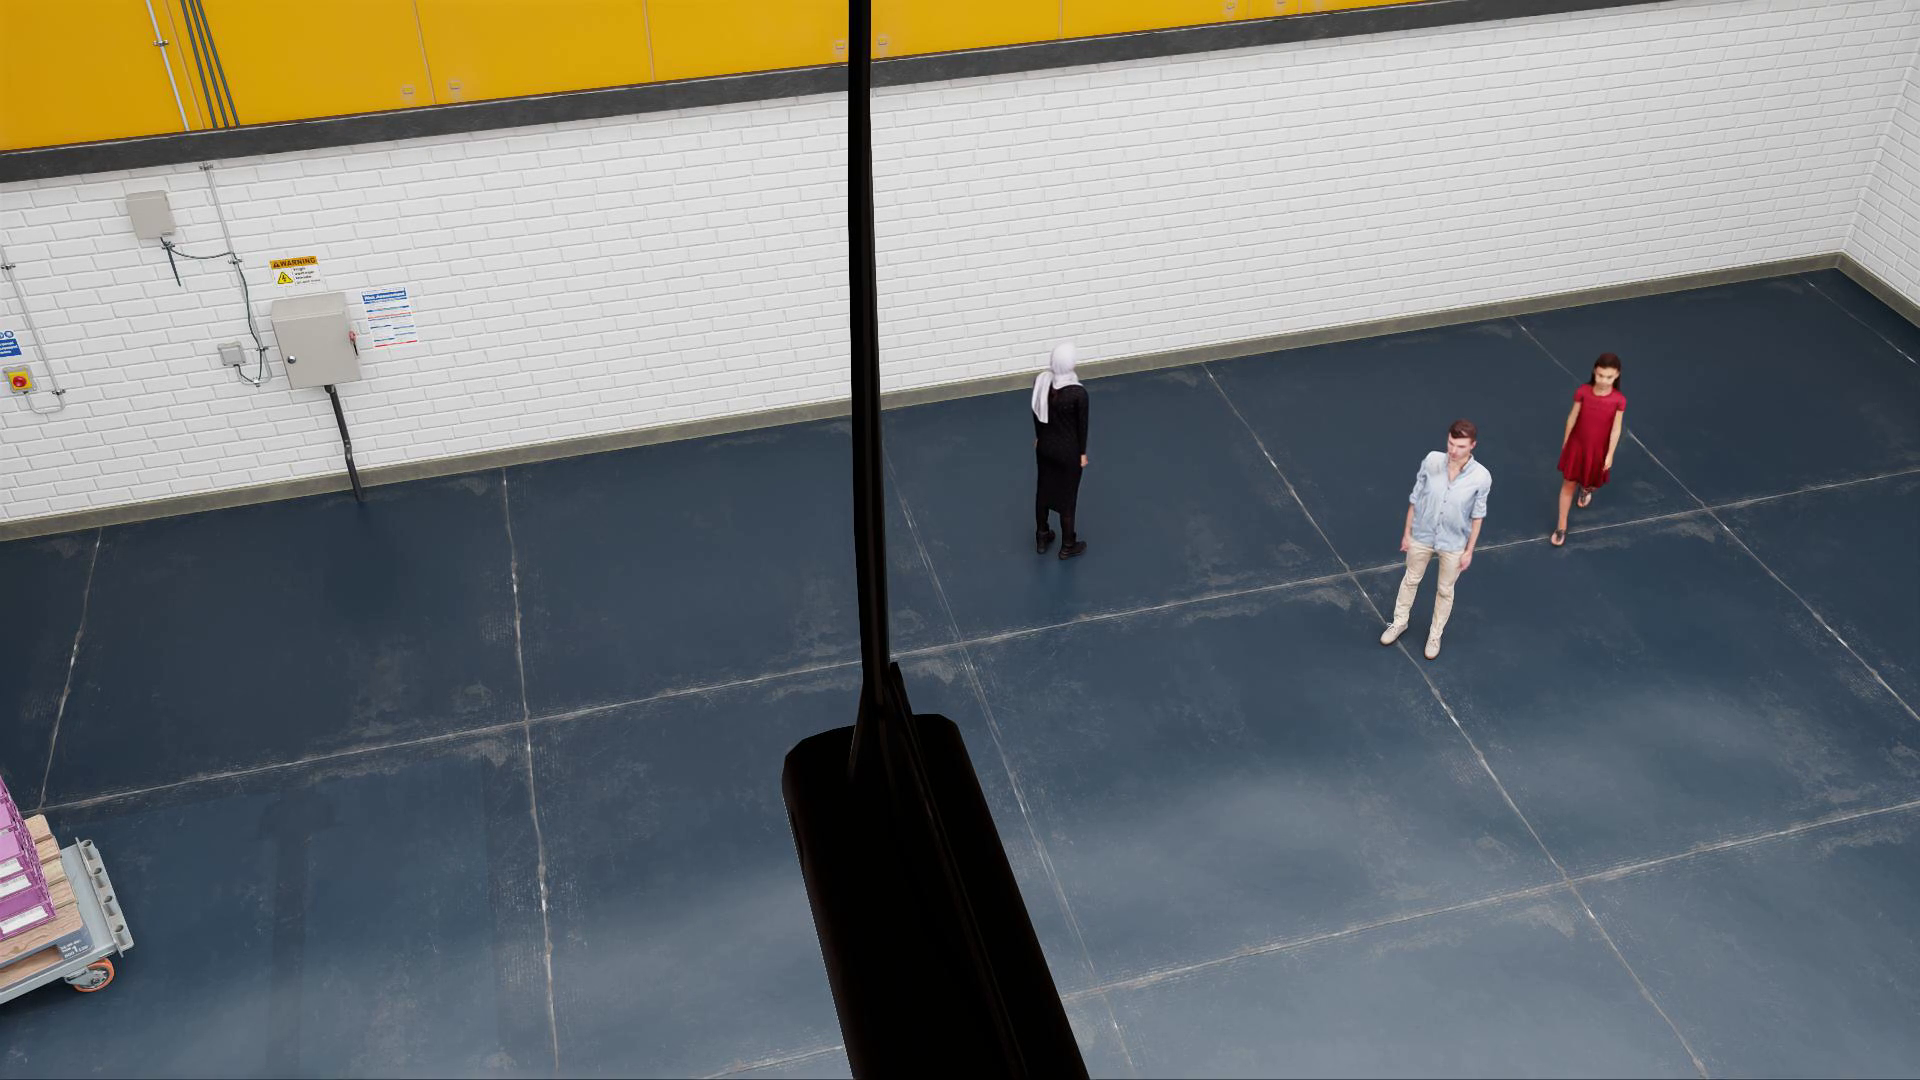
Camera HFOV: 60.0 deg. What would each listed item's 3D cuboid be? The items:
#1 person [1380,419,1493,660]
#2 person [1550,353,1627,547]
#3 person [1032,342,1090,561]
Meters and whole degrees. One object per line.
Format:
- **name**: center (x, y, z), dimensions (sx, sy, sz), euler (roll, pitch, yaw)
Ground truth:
- **person**: center (3.203, -0.023, 11.086), dimensions (0.720, 1.847, 0.775), euler (19, 42, 22)
- **person**: center (4.634, -0.722, 12.209), dimensions (0.863, 1.538, 0.970), euler (16, 41, 19)
- **person**: center (0.710, -0.629, 11.900), dimensions (0.661, 1.779, 0.740), euler (24, 45, 27)
